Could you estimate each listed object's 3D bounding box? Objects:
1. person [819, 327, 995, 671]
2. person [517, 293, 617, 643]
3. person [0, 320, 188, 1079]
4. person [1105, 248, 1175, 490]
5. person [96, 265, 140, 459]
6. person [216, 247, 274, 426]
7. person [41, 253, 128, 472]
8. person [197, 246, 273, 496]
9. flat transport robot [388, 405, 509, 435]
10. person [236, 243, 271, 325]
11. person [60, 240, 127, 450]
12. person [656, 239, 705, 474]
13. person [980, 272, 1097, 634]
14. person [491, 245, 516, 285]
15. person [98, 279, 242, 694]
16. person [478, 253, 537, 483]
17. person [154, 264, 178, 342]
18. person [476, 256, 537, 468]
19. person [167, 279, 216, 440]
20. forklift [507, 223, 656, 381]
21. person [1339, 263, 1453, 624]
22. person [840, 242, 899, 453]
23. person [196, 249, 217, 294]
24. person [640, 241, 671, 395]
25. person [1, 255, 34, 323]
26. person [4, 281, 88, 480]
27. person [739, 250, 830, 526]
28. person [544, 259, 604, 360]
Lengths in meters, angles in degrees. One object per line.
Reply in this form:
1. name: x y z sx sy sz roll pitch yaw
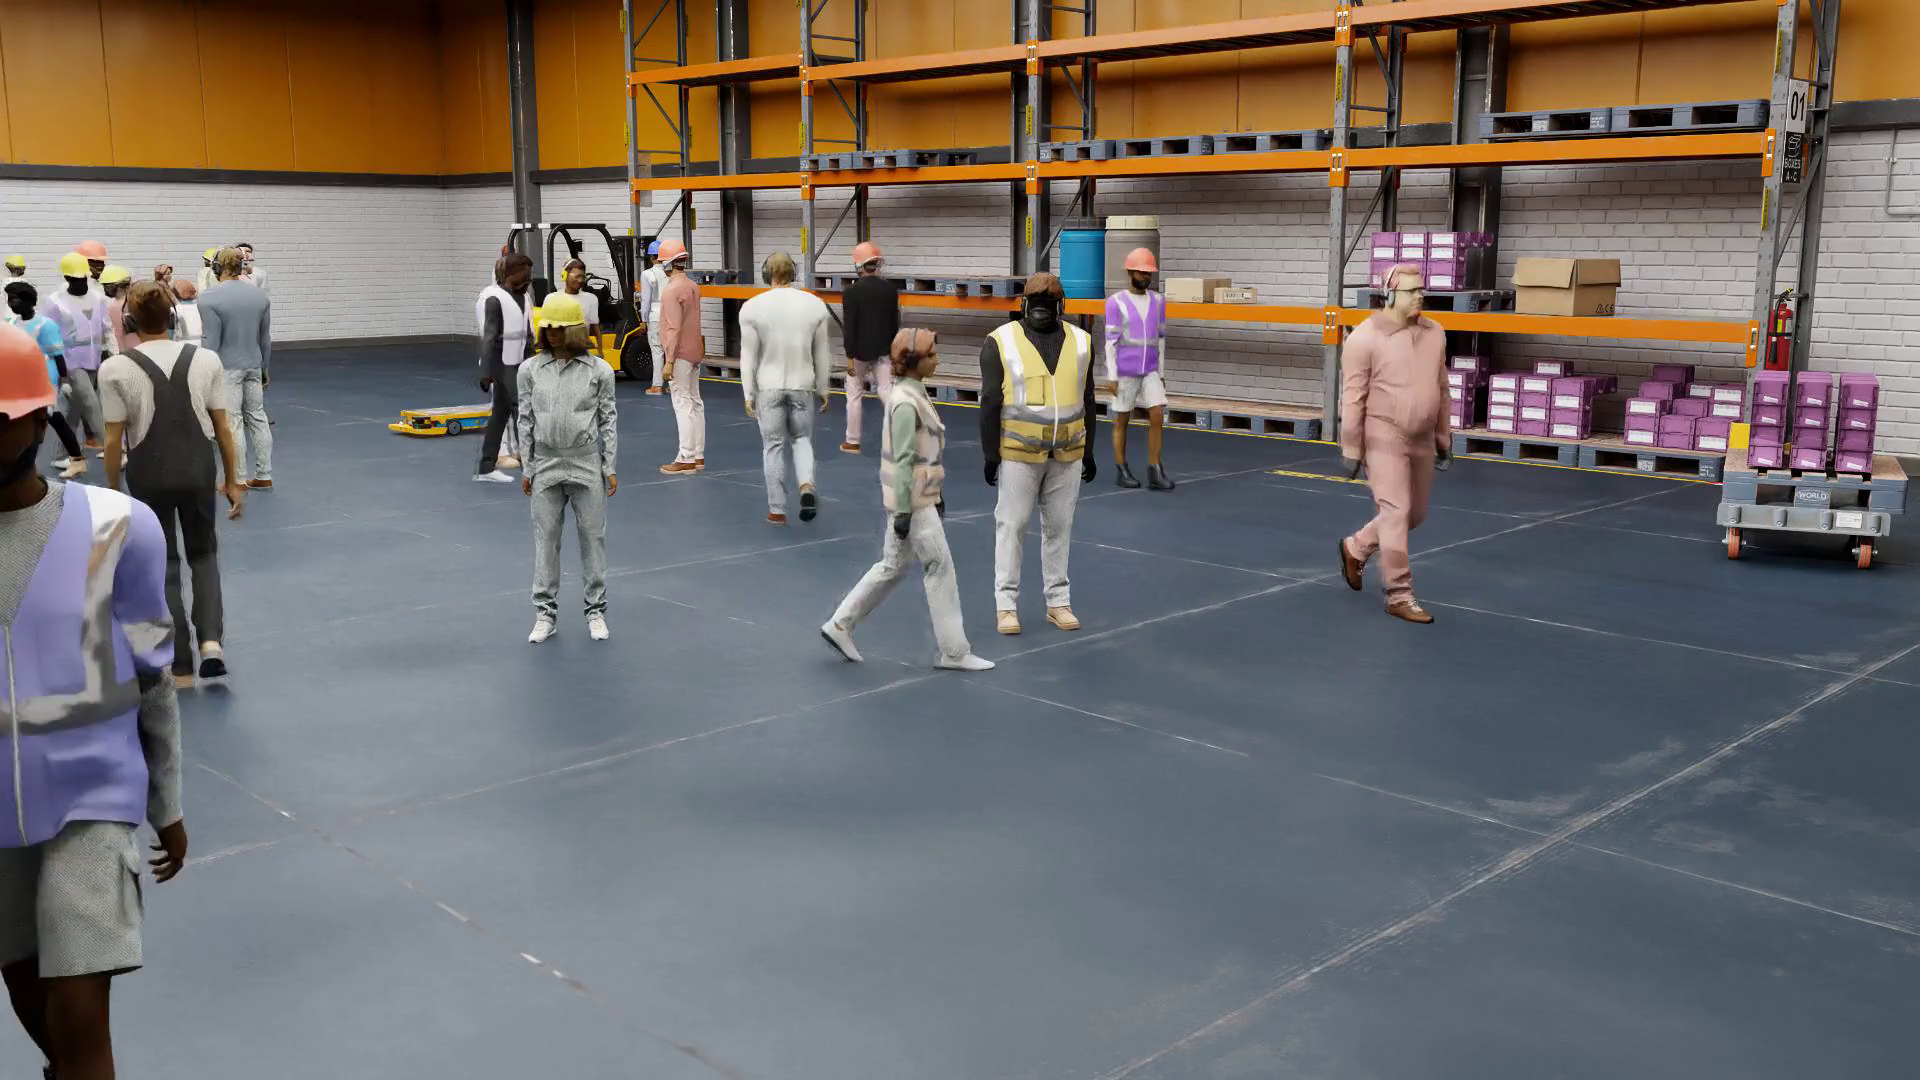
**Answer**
1. person: -0.265 -0.186 7.717 0.794 1.610 0.510 0 10 -2
2. person: -1.951 -0.352 8.286 0.485 1.739 0.313 -1 10 -6
3. person: -1.819 0.502 3.242 0.564 1.889 1.007 -4 11 -20
4. person: 1.447 -1.326 13.108 0.571 1.913 0.780 -4 11 -22
5. person: -7.602 -1.601 15.075 0.621 1.747 0.538 1 10 8
6. person: -7.605 -2.156 17.704 0.646 1.902 0.401 8 13 37
7. person: -7.415 -1.492 14.142 0.989 1.860 0.581 3 11 16
8. person: -5.650 -1.313 12.982 0.358 1.938 0.636 5 12 25
9. flat transport robot: -5.111 -1.264 17.264 1.431 0.197 0.652 -10 14 -44
10. person: -9.962 -3.179 23.245 0.608 1.915 0.998 -6 12 -28
11. person: -8.116 -1.824 15.677 0.590 1.970 0.654 6 12 30
12. person: -2.388 -1.555 14.158 0.392 1.991 0.612 2 11 12
13. person: 0.412 -0.438 8.483 0.634 1.839 0.429 -3 11 -17
14. person: -6.642 -3.396 24.535 0.350 1.876 0.568 6 12 30
15. person: -3.488 -0.230 7.364 0.546 1.829 0.399 -8 13 -38
16. person: -3.578 -1.396 13.604 0.906 1.872 0.607 1 10 6
17. person: -10.570 -2.844 22.145 0.311 1.639 0.521 0 10 -2
18. person: -3.931 -1.560 14.597 0.429 1.840 0.636 4 11 23
19. person: -7.651 -1.795 16.559 0.900 1.583 0.525 7 13 34
20. forklift: -5.316 -3.263 22.920 2.313 2.155 1.214 -10 14 -44
21. person: 2.316 -0.542 8.933 0.649 1.886 0.799 -6 12 -30
22. person: -0.785 -1.735 15.213 0.621 1.964 0.957 -7 12 -33
23. person: -11.093 -3.419 24.785 0.588 1.822 0.403 8 13 38
24. person: -3.802 -2.816 21.150 0.390 1.949 0.602 10 15 44
25. person: -12.868 -3.026 22.807 0.548 1.750 0.366 4 11 19
26. person: -7.568 -1.275 13.549 0.529 1.642 0.899 6 12 30
27. person: -1.199 -1.030 11.487 0.643 1.922 0.517 -4 11 -20
28. person: -3.562 -1.678 15.331 0.543 1.821 0.984 -5 11 -25
